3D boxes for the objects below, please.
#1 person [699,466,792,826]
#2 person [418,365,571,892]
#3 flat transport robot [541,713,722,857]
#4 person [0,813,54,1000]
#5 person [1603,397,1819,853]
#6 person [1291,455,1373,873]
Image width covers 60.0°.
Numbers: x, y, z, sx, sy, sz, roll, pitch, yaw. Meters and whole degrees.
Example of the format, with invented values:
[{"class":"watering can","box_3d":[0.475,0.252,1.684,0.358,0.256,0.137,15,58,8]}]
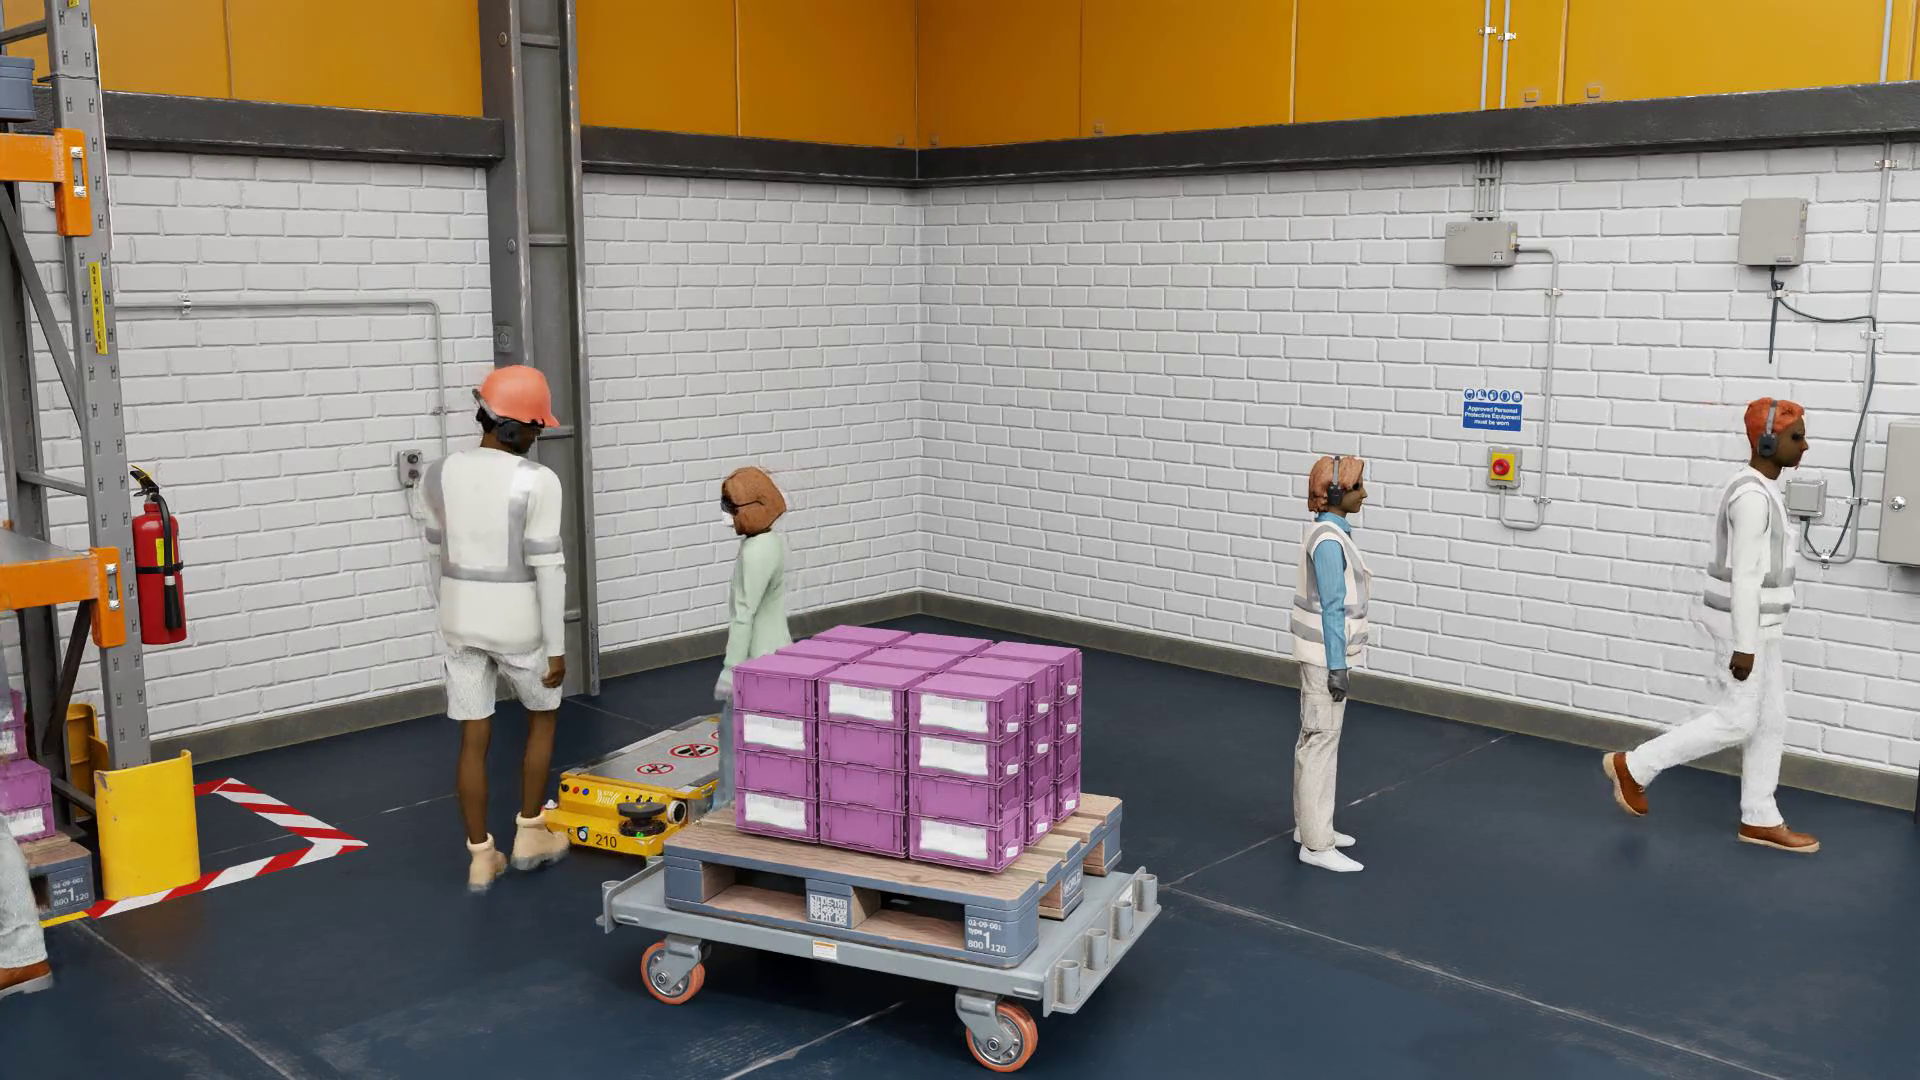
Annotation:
[{"class":"person","box_3d":[-0.745,0.489,6.676,0.800,1.599,0.490,-1,9,-7]},{"class":"person","box_3d":[-1.738,0.332,6.420,0.602,2.006,0.631,1,9,9]},{"class":"flat transport robot","box_3d":[-1.208,1.042,7.333,0.652,0.197,1.431,5,10,26]},{"class":"person","box_3d":[-3.321,0.587,5.104,0.901,1.905,0.660,-7,12,-38]},{"class":"person","box_3d":[3.122,0.343,6.795,0.745,1.863,0.569,5,11,29]},{"class":"person","box_3d":[1.466,0.479,6.605,0.307,1.641,0.513,1,9,9]}]
